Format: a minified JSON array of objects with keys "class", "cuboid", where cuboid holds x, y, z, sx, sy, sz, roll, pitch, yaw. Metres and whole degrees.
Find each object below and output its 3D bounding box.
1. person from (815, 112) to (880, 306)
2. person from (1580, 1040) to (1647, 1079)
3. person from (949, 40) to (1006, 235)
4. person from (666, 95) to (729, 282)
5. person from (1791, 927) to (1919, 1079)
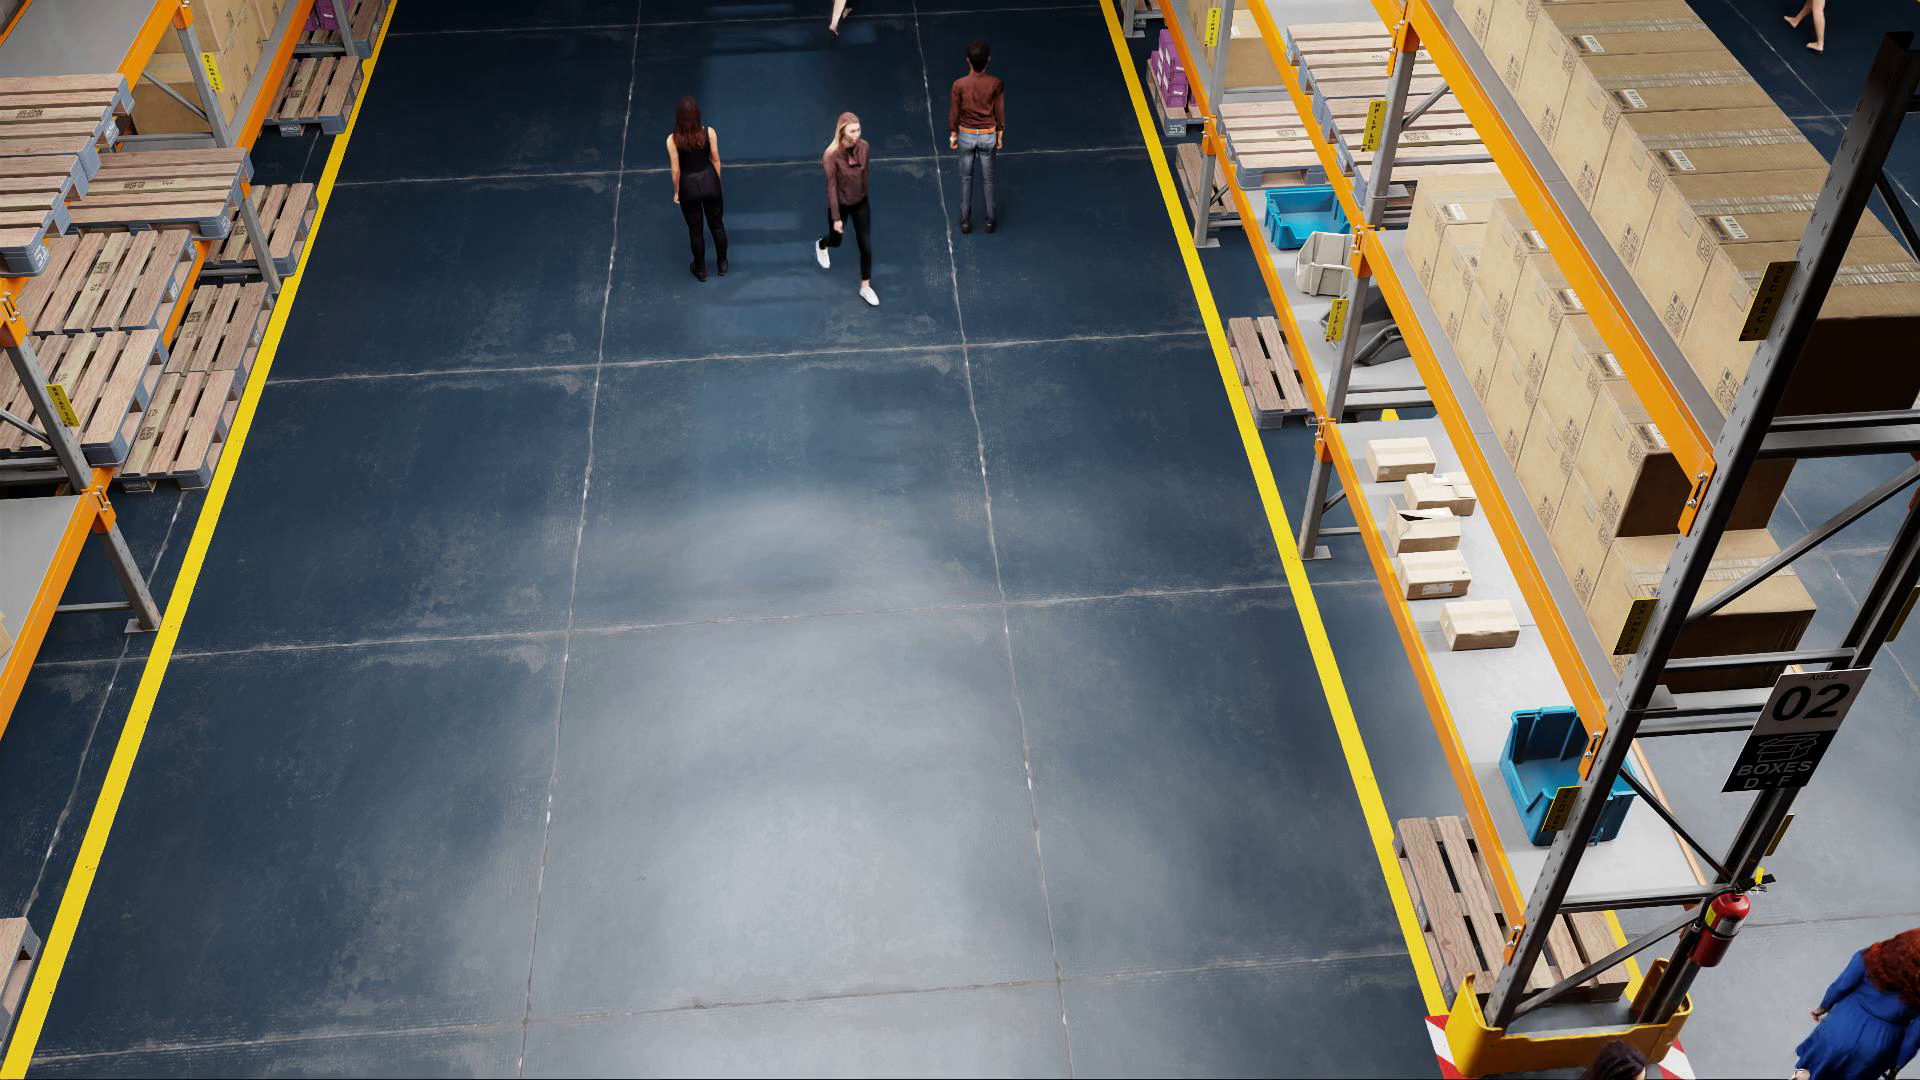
[{"class":"person","cuboid":[-0.981,-2.799,13.818,0.923,1.676,1.155,-24,48,-23]},{"class":"person","cuboid":[2.825,2.830,7.821,1.057,1.796,0.998,30,51,28]},{"class":"person","cuboid":[0.153,-3.483,14.462,0.631,1.777,0.492,-3,44,-3]},{"class":"person","cuboid":[-2.192,-2.946,13.963,0.645,1.688,0.639,-14,45,-14]},{"class":"person","cuboid":[4.345,2.501,8.156,1.003,1.811,0.998,-31,52,-28]}]
